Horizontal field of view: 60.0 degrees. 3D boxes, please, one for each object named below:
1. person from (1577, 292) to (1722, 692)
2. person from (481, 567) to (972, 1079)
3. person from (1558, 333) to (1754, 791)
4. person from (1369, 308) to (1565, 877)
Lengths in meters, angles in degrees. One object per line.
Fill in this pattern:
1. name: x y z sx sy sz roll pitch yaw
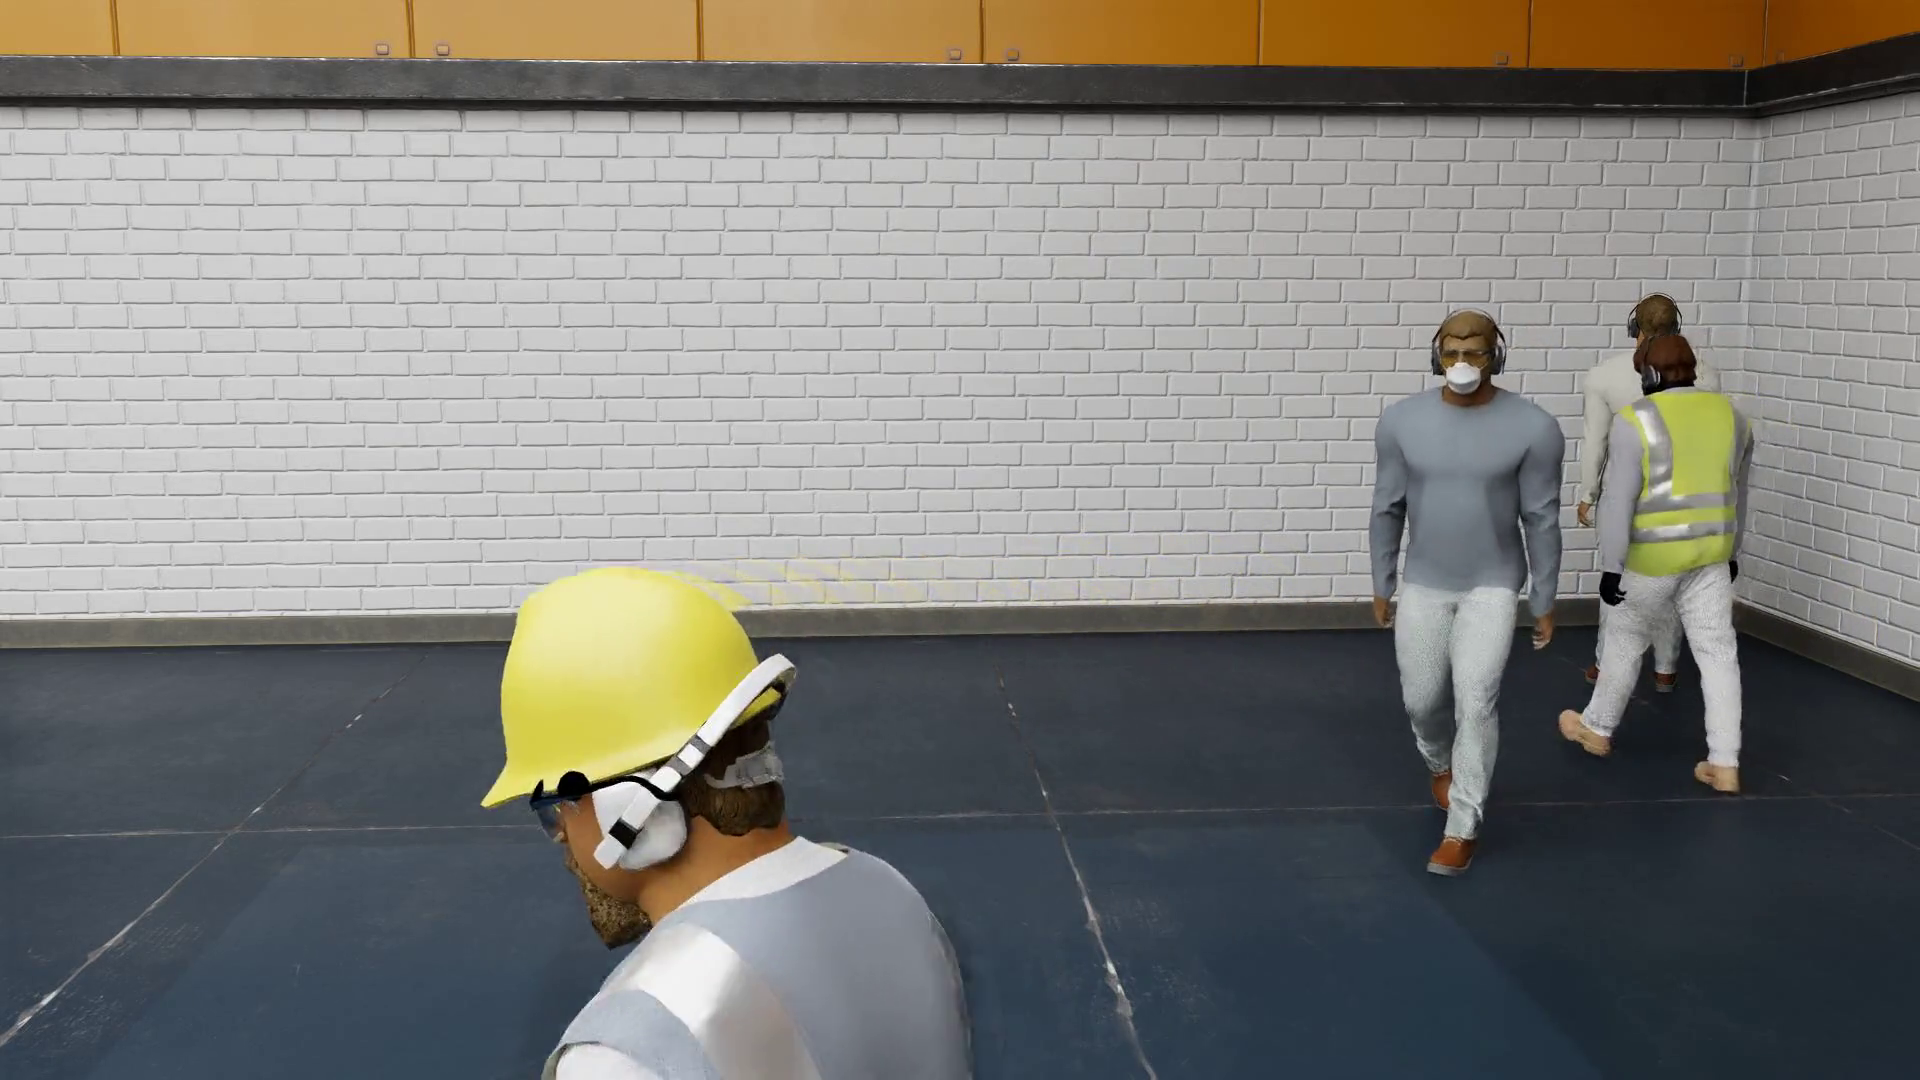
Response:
1. person: 3.319 -0.222 8.068 0.636 1.939 0.364 1 9 9
2. person: -0.247 0.911 1.535 0.930 1.754 0.655 4 10 23
3. person: 2.850 0.063 6.748 0.716 1.780 0.951 -2 9 -12
4. person: 1.758 0.153 5.782 0.646 1.922 0.695 5 10 27
